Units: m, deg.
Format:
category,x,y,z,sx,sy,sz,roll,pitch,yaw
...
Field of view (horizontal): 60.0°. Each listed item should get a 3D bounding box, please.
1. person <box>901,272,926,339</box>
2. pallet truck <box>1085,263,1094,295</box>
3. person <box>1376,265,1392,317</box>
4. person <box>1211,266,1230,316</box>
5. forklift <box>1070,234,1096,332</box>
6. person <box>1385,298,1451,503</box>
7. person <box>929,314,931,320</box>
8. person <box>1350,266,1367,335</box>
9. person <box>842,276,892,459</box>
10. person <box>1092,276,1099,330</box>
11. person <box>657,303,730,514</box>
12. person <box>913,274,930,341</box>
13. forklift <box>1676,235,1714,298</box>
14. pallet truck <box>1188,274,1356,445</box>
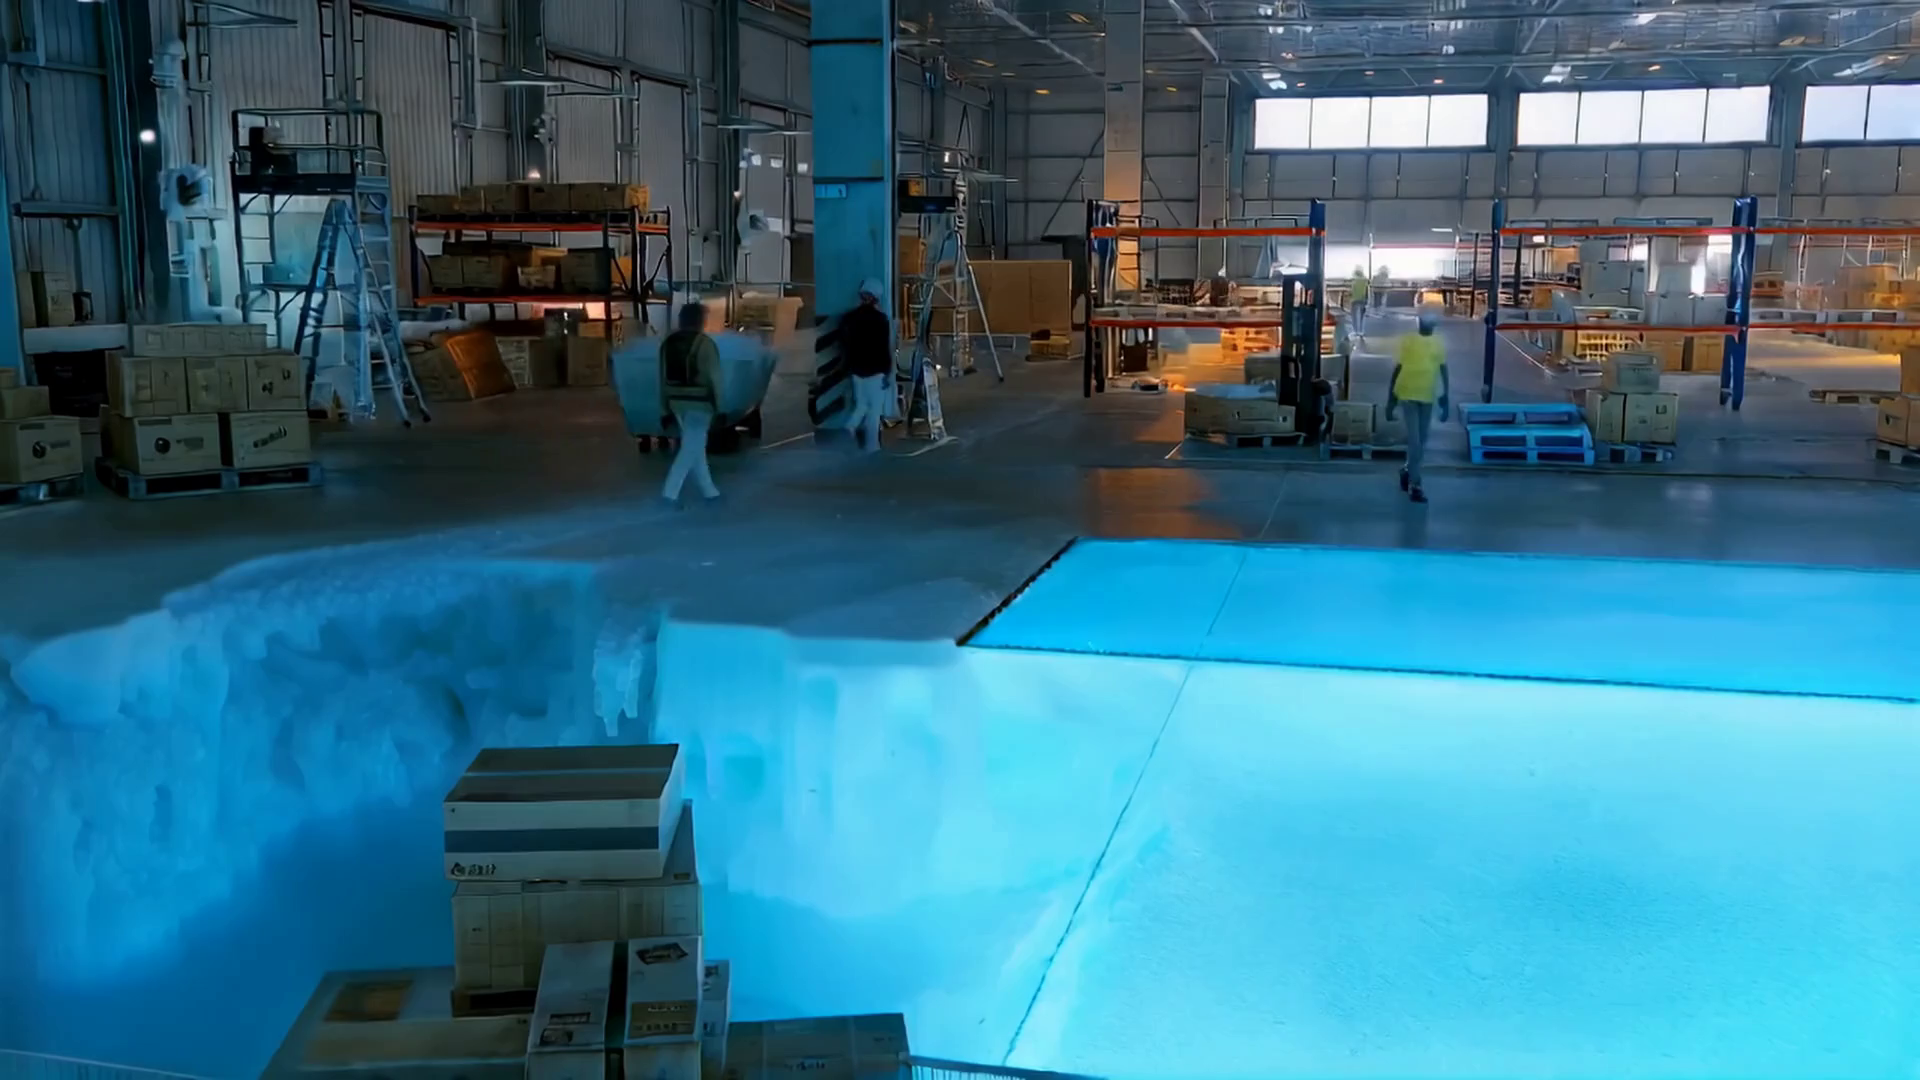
category,x,y,z,sx,sy,sz,roll,pitch,yaw
person,-1.052,-5.079,37.320,0.580,1.860,0.734,-2,10,-13
pallet truck,4.325,-8.180,55.162,0.823,1.965,1.885,6,11,31
person,15.525,-9.127,60.970,0.559,1.922,0.694,1,10,8
person,8.507,-8.020,54.477,0.637,1.920,0.828,-2,10,-13
forklift,3.382,-7.319,47.498,1.873,2.768,1.129,2,10,14
person,4.146,-1.287,15.088,0.539,1.831,0.896,-1,10,-4
person,-0.707,-8.000,55.222,0.546,1.616,0.596,-9,13,-43
person,11.137,-6.690,46.563,0.361,1.938,0.635,9,13,44
person,-0.992,-1.844,17.923,0.635,1.970,0.474,7,12,36
person,3.572,-5.861,42.361,0.883,1.696,0.501,-3,10,-16
person,-2.324,-1.132,14.272,0.644,1.803,0.952,7,12,37
person,-0.960,-5.629,40.724,0.523,1.791,0.960,8,12,39
forklift,21.643,-7.642,49.401,1.129,2.768,1.873,1,10,6
pallet truck,3.653,-2.138,19.590,1.885,1.965,0.823,-4,10,-20
